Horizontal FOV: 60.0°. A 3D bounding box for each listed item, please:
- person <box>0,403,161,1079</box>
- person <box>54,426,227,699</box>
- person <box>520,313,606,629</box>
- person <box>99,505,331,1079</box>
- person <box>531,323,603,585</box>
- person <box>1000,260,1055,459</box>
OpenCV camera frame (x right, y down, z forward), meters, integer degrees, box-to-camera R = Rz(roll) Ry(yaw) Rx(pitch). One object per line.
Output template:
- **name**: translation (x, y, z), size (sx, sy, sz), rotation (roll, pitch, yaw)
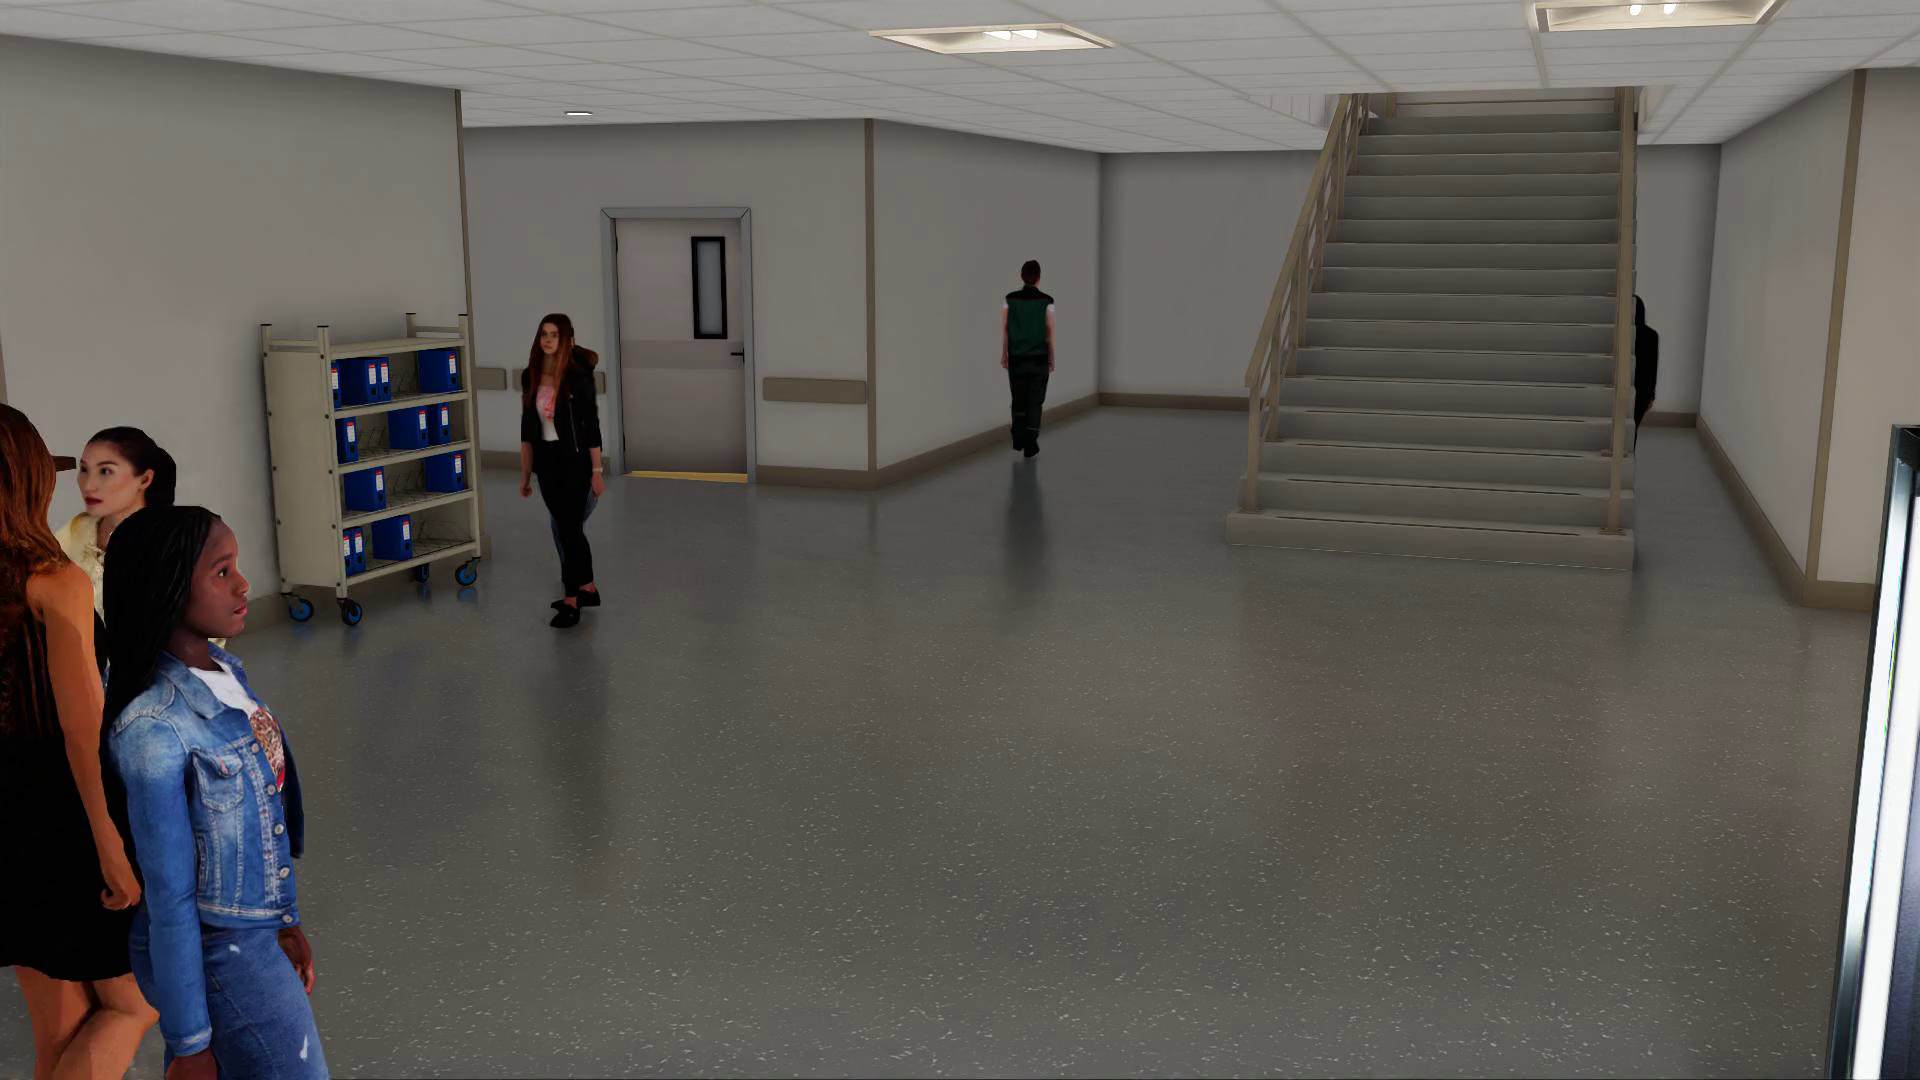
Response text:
- **person**: translation (-1.828, 0.668, 3.178), size (0.606, 1.818, 0.700), rotation (5, 12, 23)
- **person**: translation (-2.276, 0.485, 4.722), size (0.727, 1.602, 1.118), rotation (2, 11, 12)
- **person**: translation (-2.136, -0.390, 9.114), size (0.658, 1.683, 0.861), rotation (6, 12, 30)
- **person**: translation (-1.389, 0.787, 2.902), size (1.095, 1.686, 1.113), rotation (-3, 11, -17)
- **person**: translation (-2.425, -0.552, 10.126), size (0.892, 1.624, 0.929), rotation (-7, 13, -31)
- **person**: translation (0.619, -1.679, 15.507), size (0.672, 1.832, 0.685), rotation (3, 11, 15)
